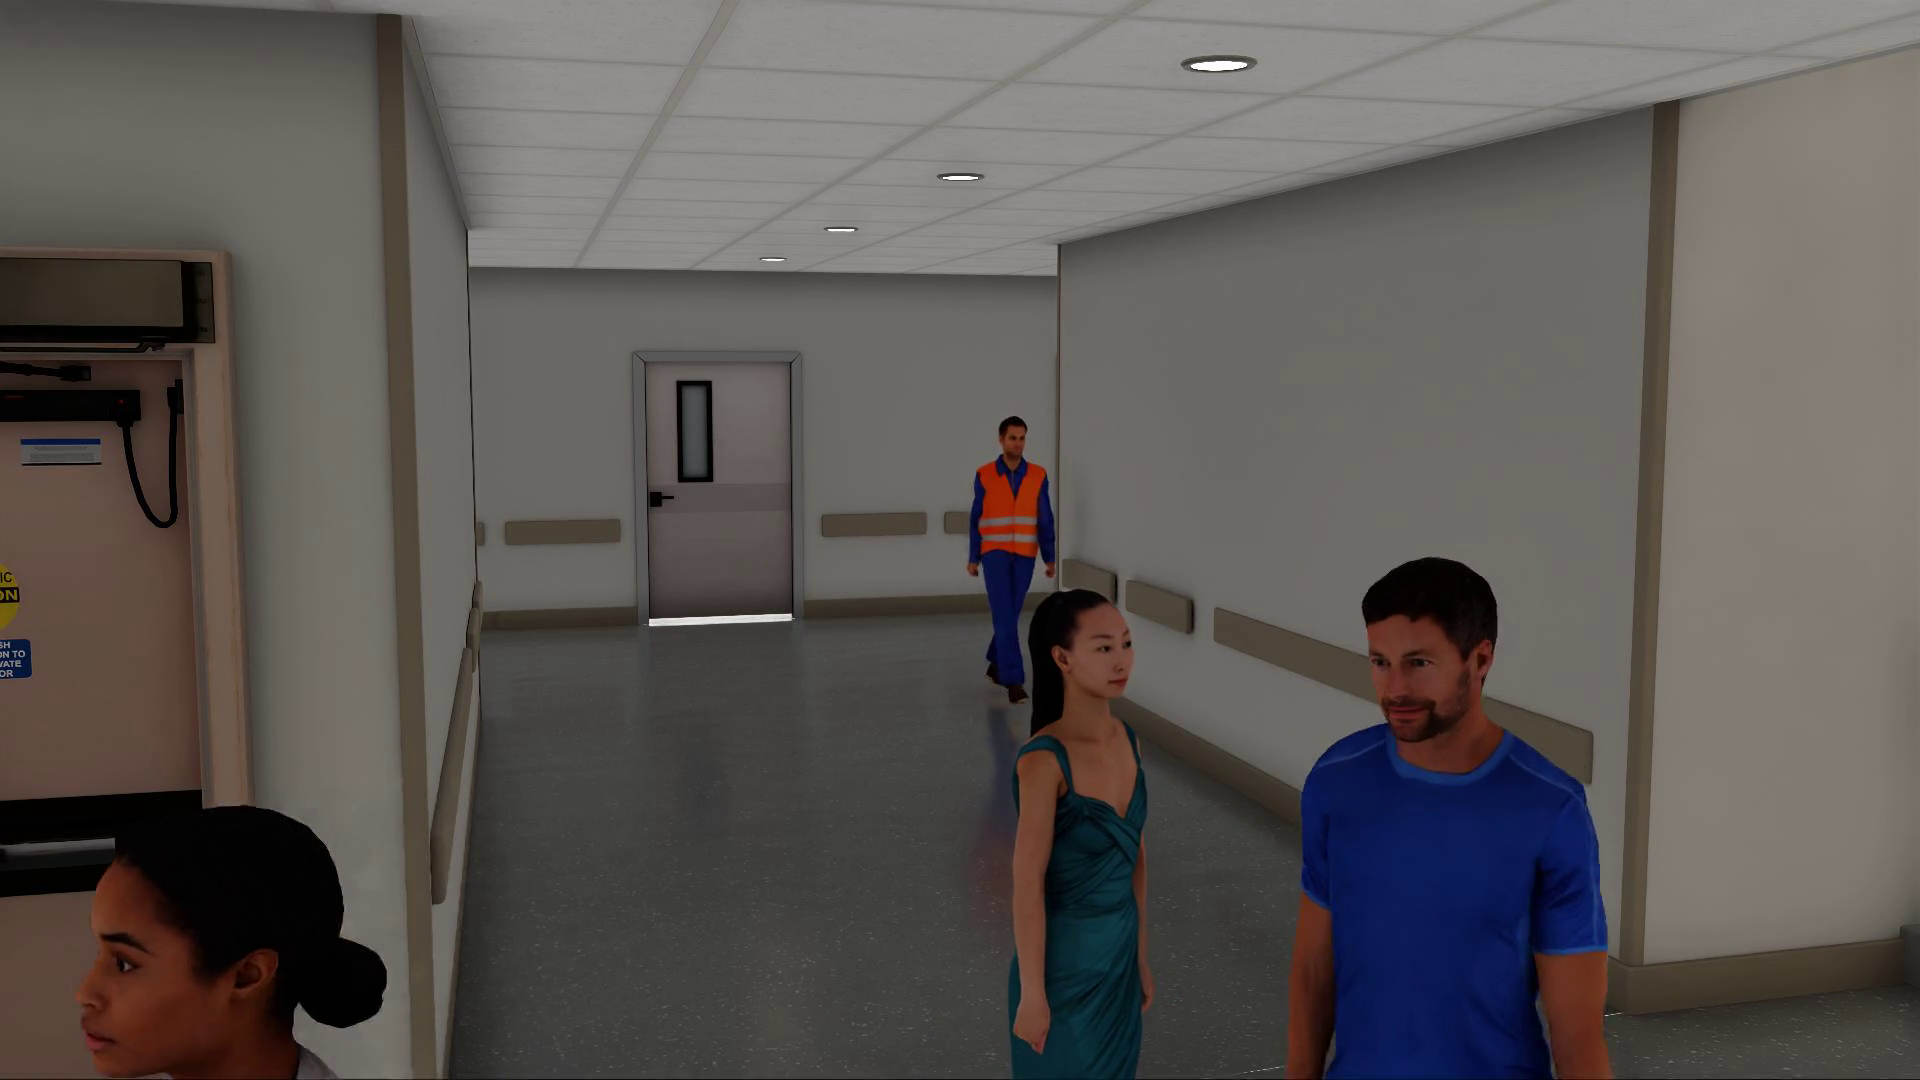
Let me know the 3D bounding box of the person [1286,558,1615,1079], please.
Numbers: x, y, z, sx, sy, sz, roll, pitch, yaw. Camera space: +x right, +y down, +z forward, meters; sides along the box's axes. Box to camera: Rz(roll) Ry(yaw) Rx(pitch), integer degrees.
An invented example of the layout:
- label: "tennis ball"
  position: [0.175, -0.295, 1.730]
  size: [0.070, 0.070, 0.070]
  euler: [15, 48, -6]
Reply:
- label: "person"
  position: [0.780, 0.942, 2.651]
  size: [0.850, 1.850, 0.899]
  euler: [3, 7, 30]

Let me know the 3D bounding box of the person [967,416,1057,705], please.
- label: "person"
  position: [0.307, 0.144, 10.787]
  size: [1.155, 1.810, 0.749]
  euler: [-2, 6, -15]

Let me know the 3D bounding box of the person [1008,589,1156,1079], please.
- label: "person"
  position: [0.240, 0.939, 3.526]
  size: [0.695, 1.682, 0.608]
  euler: [5, 7, 39]
